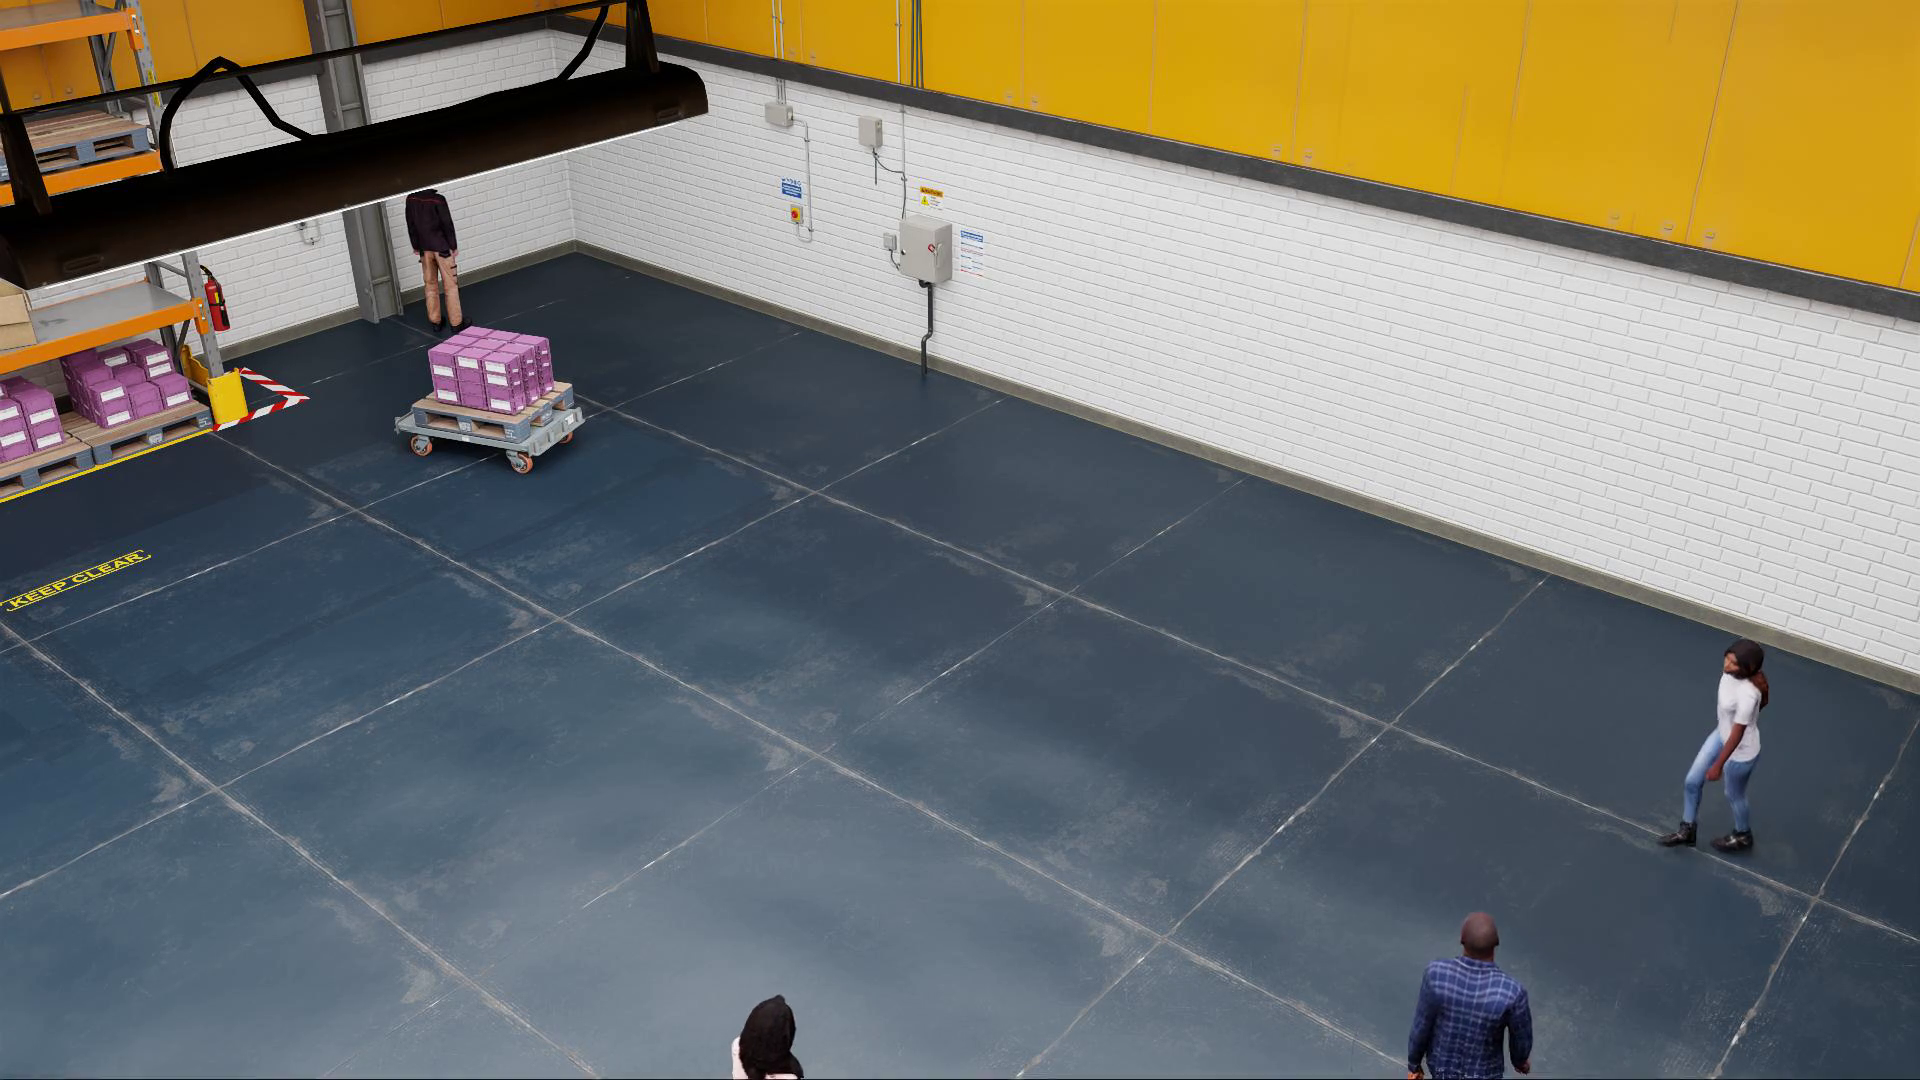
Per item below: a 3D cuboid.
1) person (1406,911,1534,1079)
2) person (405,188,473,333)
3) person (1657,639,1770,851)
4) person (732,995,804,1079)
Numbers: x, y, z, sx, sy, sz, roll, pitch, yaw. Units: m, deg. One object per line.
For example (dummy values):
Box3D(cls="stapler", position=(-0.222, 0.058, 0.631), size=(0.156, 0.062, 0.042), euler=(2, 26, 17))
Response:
Box3D(cls="person", position=(2.425, 2.662, 8.148), size=(0.770, 1.773, 1.223), euler=(19, 34, 30))
Box3D(cls="person", position=(-5.983, -3.320, 18.955), size=(0.797, 1.925, 0.793), euler=(4, 29, 8))
Box3D(cls="person", position=(5.018, 1.336, 10.676), size=(0.942, 1.679, 0.912), euler=(4, 29, 8))
Box3D(cls="person", position=(-0.954, 2.892, 7.786), size=(1.211, 1.716, 0.890), euler=(-18, 33, -30))
